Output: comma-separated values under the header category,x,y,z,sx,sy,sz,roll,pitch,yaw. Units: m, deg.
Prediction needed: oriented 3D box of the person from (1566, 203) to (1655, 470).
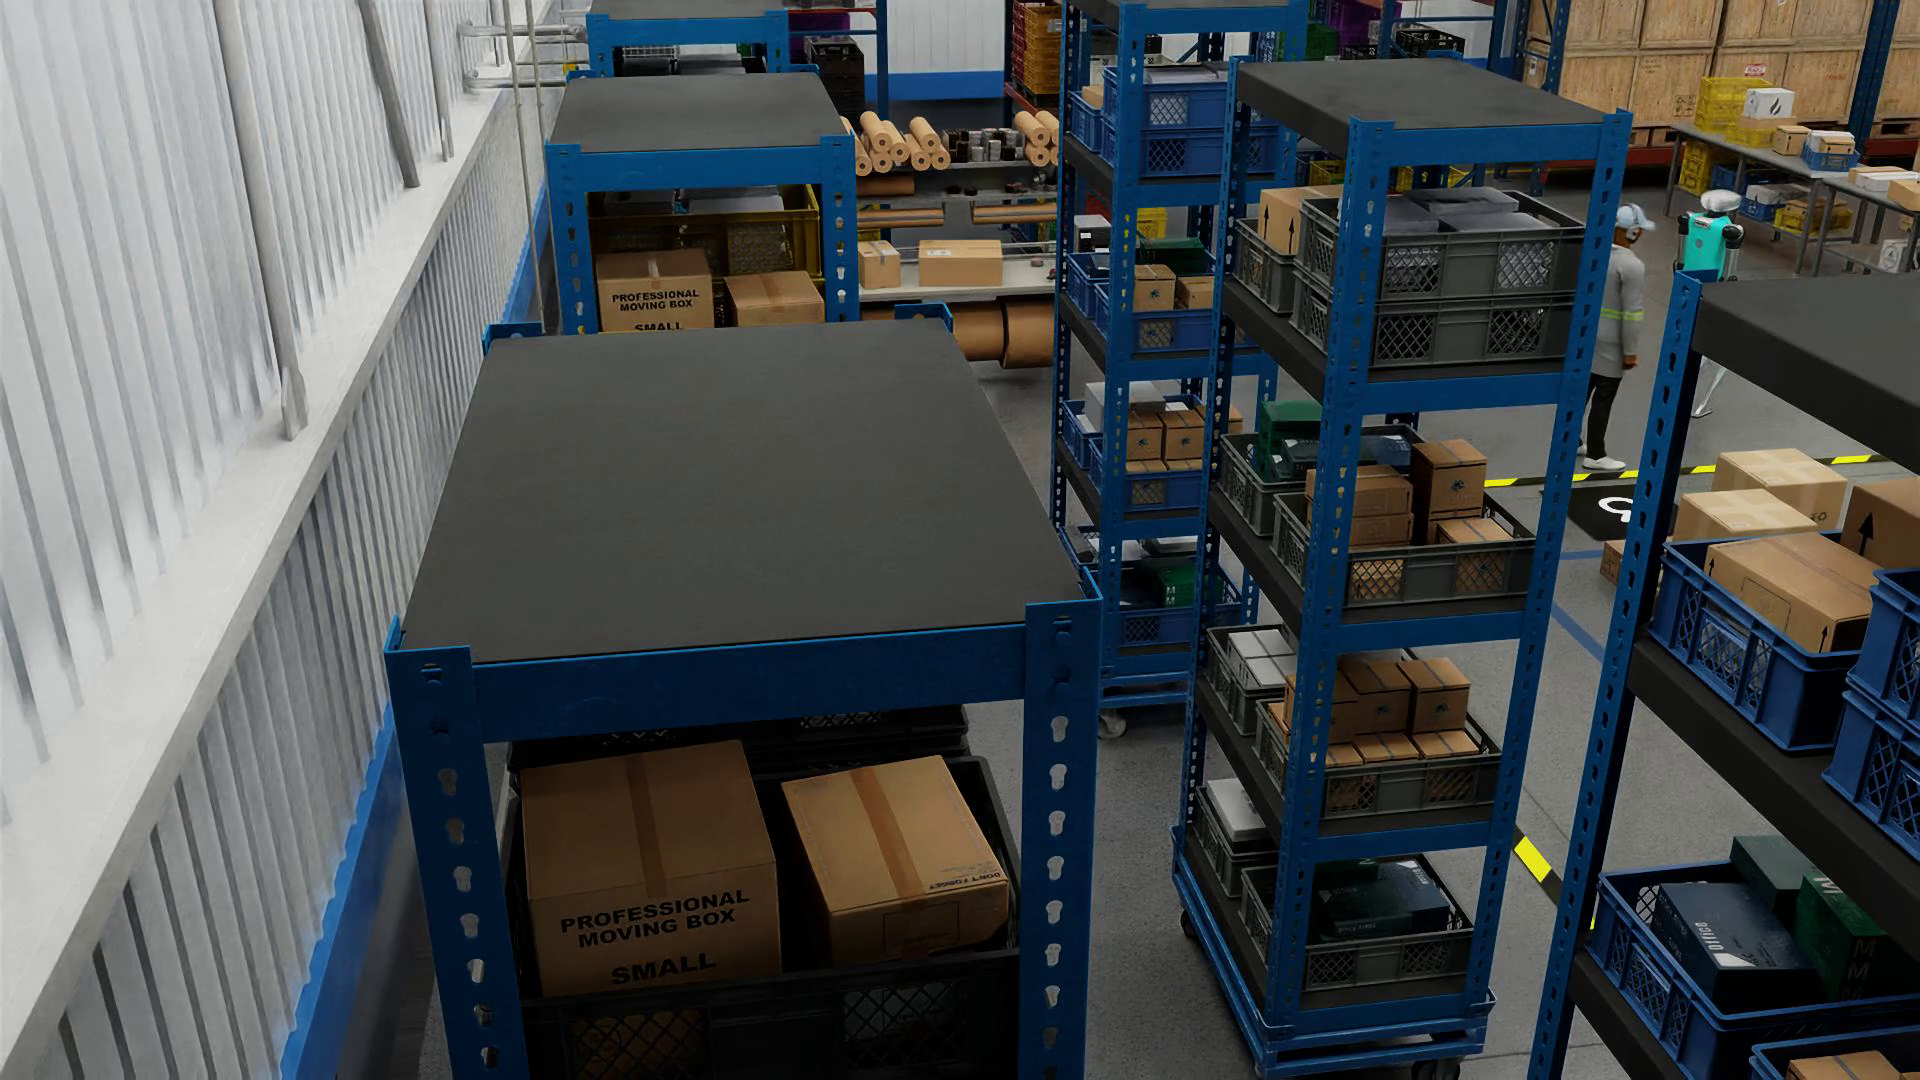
category,x,y,z,sx,sy,sz,roll,pitch,yaw
person,4.467,-1.393,11.432,0.376,1.853,0.589,-7,26,-14

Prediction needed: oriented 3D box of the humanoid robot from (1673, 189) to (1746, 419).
category,x,y,z,sx,sy,sz,roll,pitch,yaw
humanoid robot,5.554,-1.735,12.159,0.735,1.671,0.533,-11,27,-23
